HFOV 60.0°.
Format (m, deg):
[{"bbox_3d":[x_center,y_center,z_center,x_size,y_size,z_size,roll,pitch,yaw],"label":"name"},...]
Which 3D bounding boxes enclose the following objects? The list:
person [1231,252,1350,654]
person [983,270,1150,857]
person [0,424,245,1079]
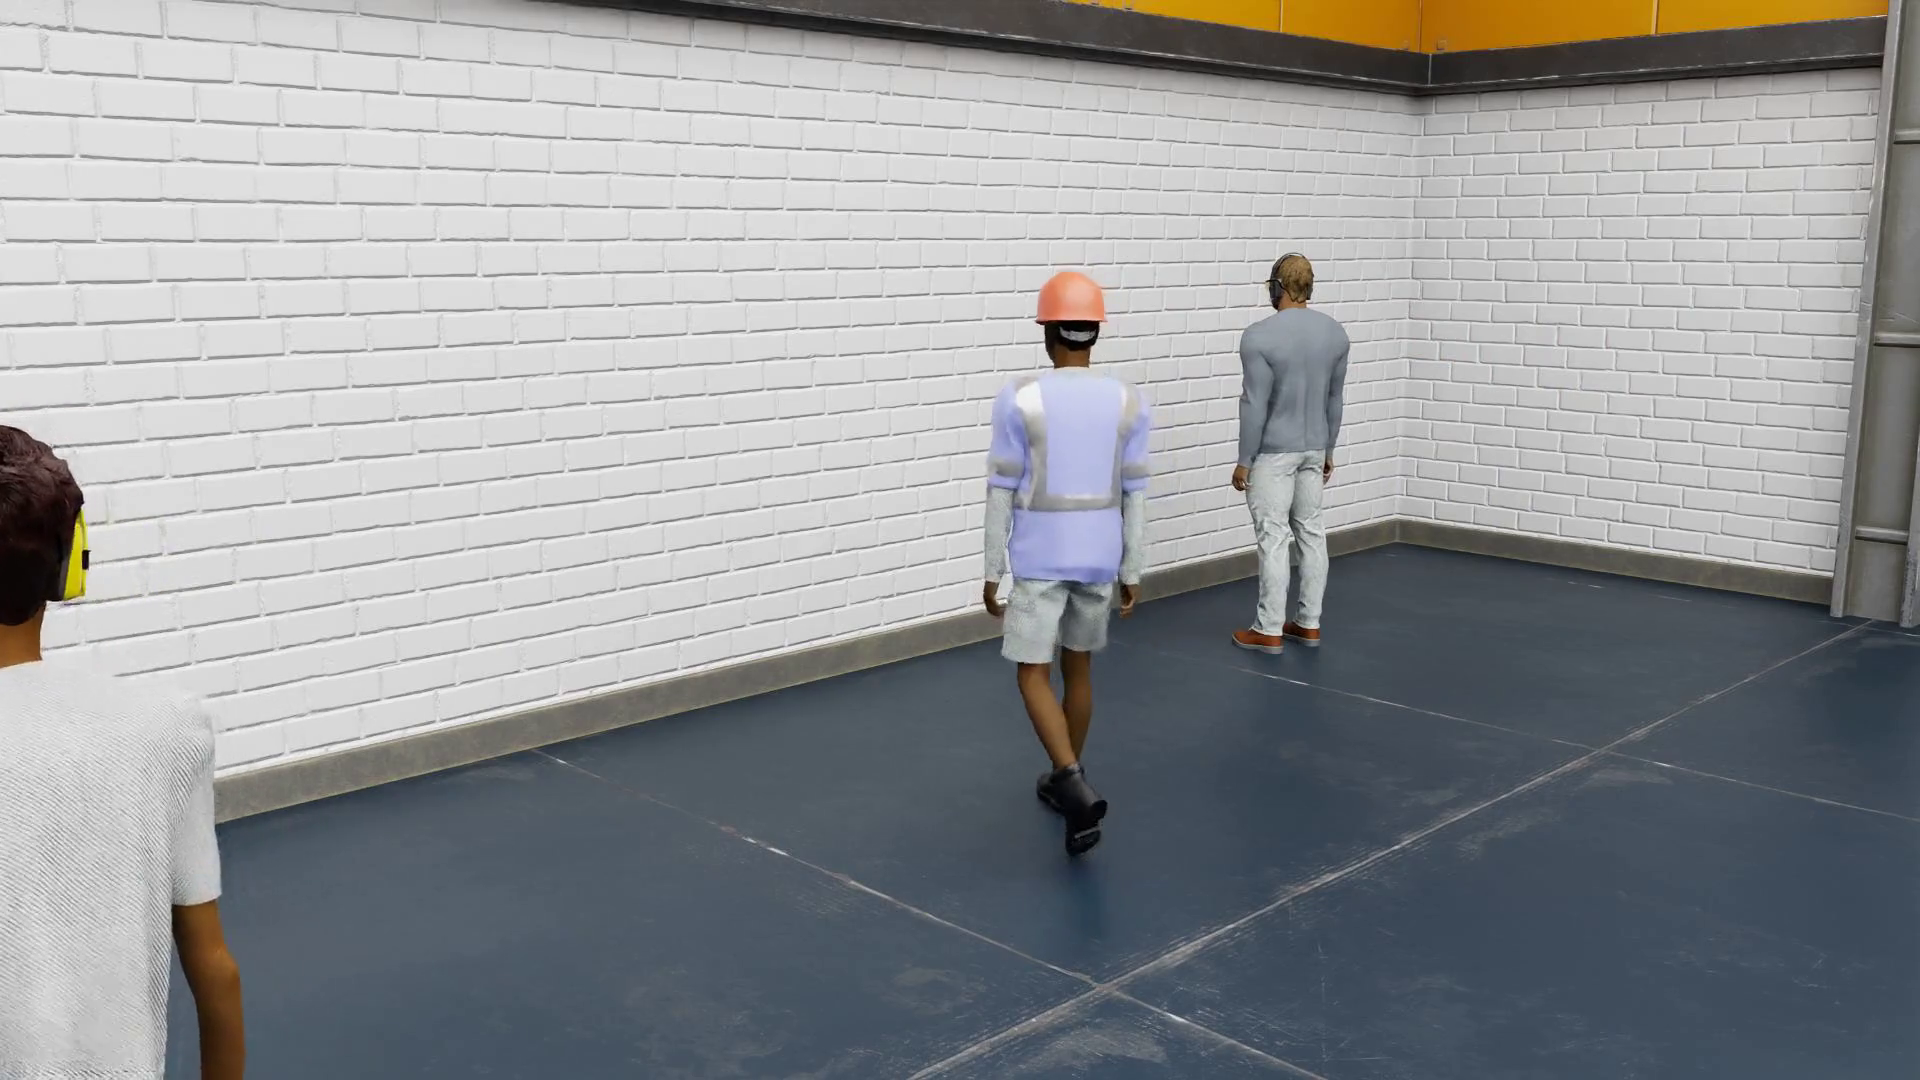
[{"bbox_3d":[1.588,-0.416,8.091,0.635,1.939,0.367,-6,12,-31],"label":"person"},{"bbox_3d":[0.366,0.070,5.518,0.555,1.914,0.855,-3,11,-15],"label":"person"},{"bbox_3d":[-1.142,0.763,1.973,0.848,1.830,0.519,5,11,24],"label":"person"}]
